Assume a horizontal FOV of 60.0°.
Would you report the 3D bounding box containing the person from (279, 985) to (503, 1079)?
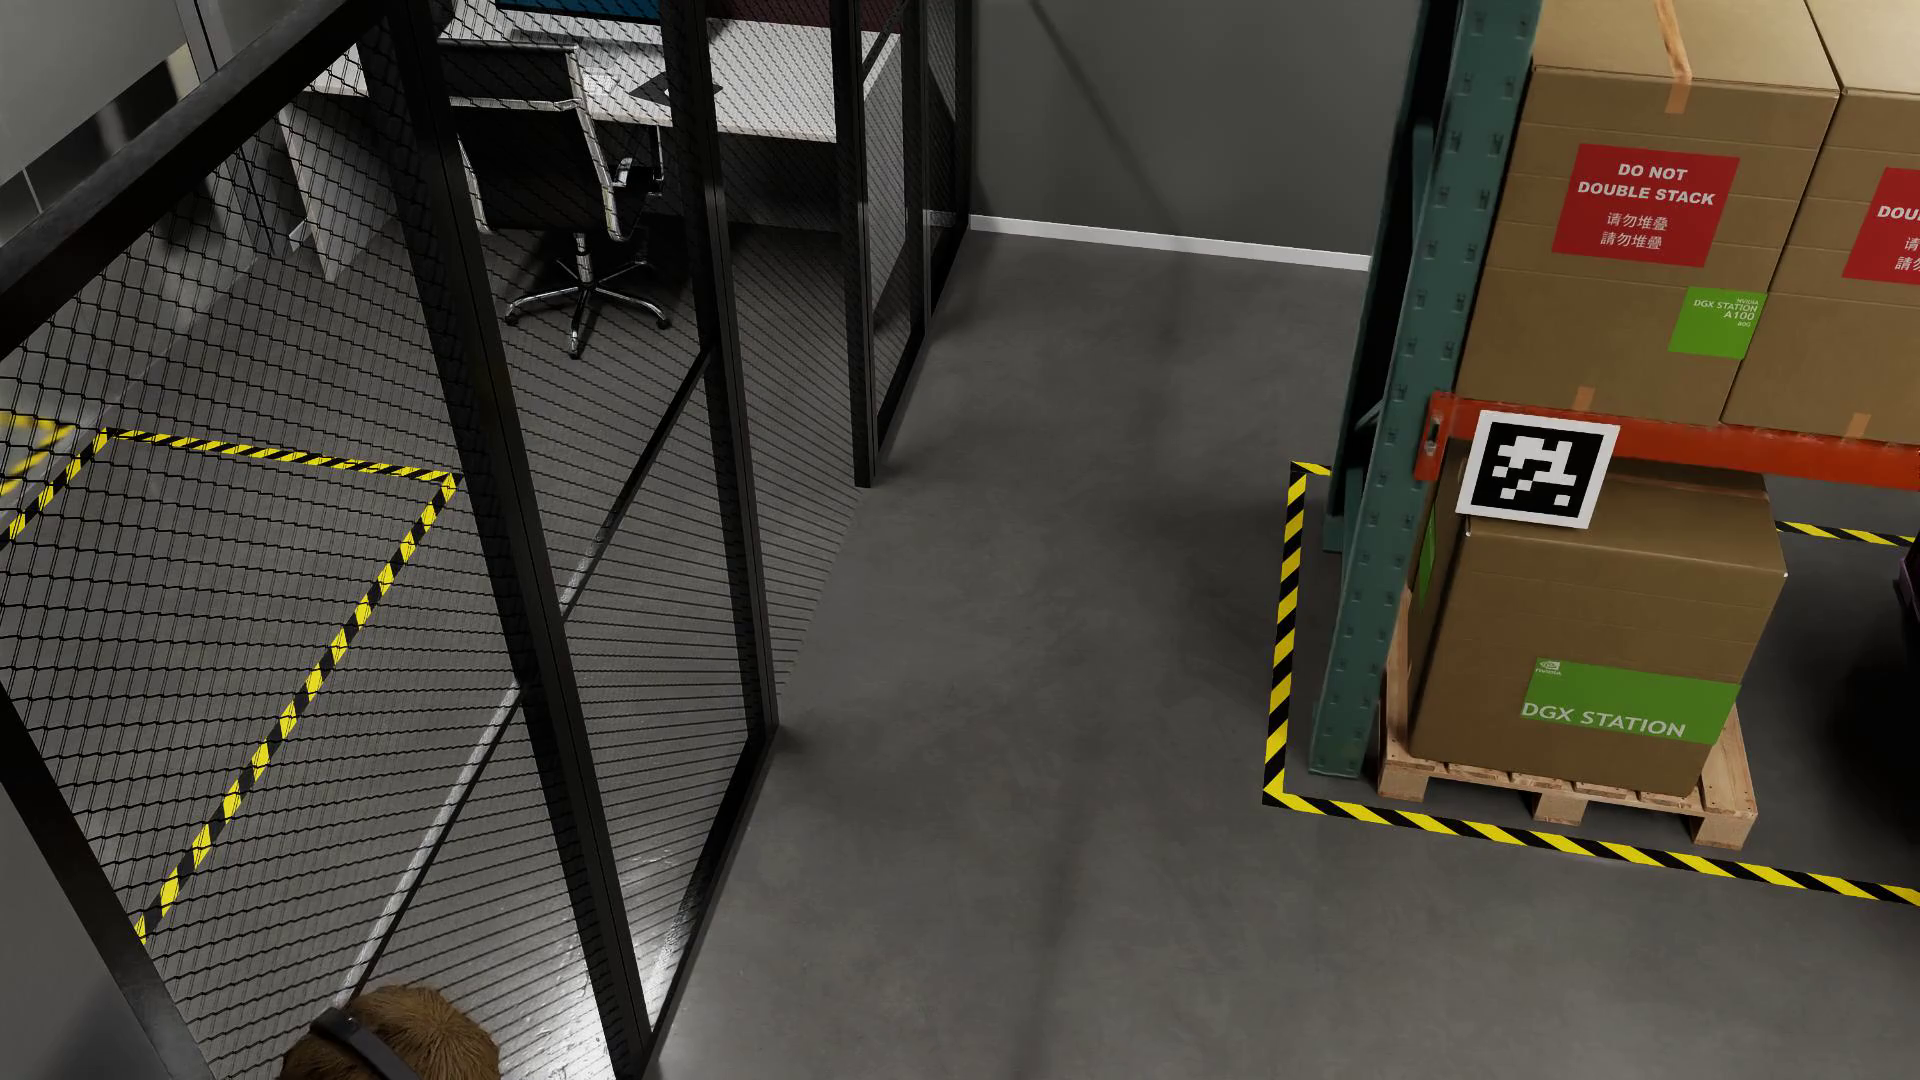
[{"bbox_3d":[-0.526,1.162,2.160,0.635,1.937,0.353,19,44,20],"label":"person"}]
